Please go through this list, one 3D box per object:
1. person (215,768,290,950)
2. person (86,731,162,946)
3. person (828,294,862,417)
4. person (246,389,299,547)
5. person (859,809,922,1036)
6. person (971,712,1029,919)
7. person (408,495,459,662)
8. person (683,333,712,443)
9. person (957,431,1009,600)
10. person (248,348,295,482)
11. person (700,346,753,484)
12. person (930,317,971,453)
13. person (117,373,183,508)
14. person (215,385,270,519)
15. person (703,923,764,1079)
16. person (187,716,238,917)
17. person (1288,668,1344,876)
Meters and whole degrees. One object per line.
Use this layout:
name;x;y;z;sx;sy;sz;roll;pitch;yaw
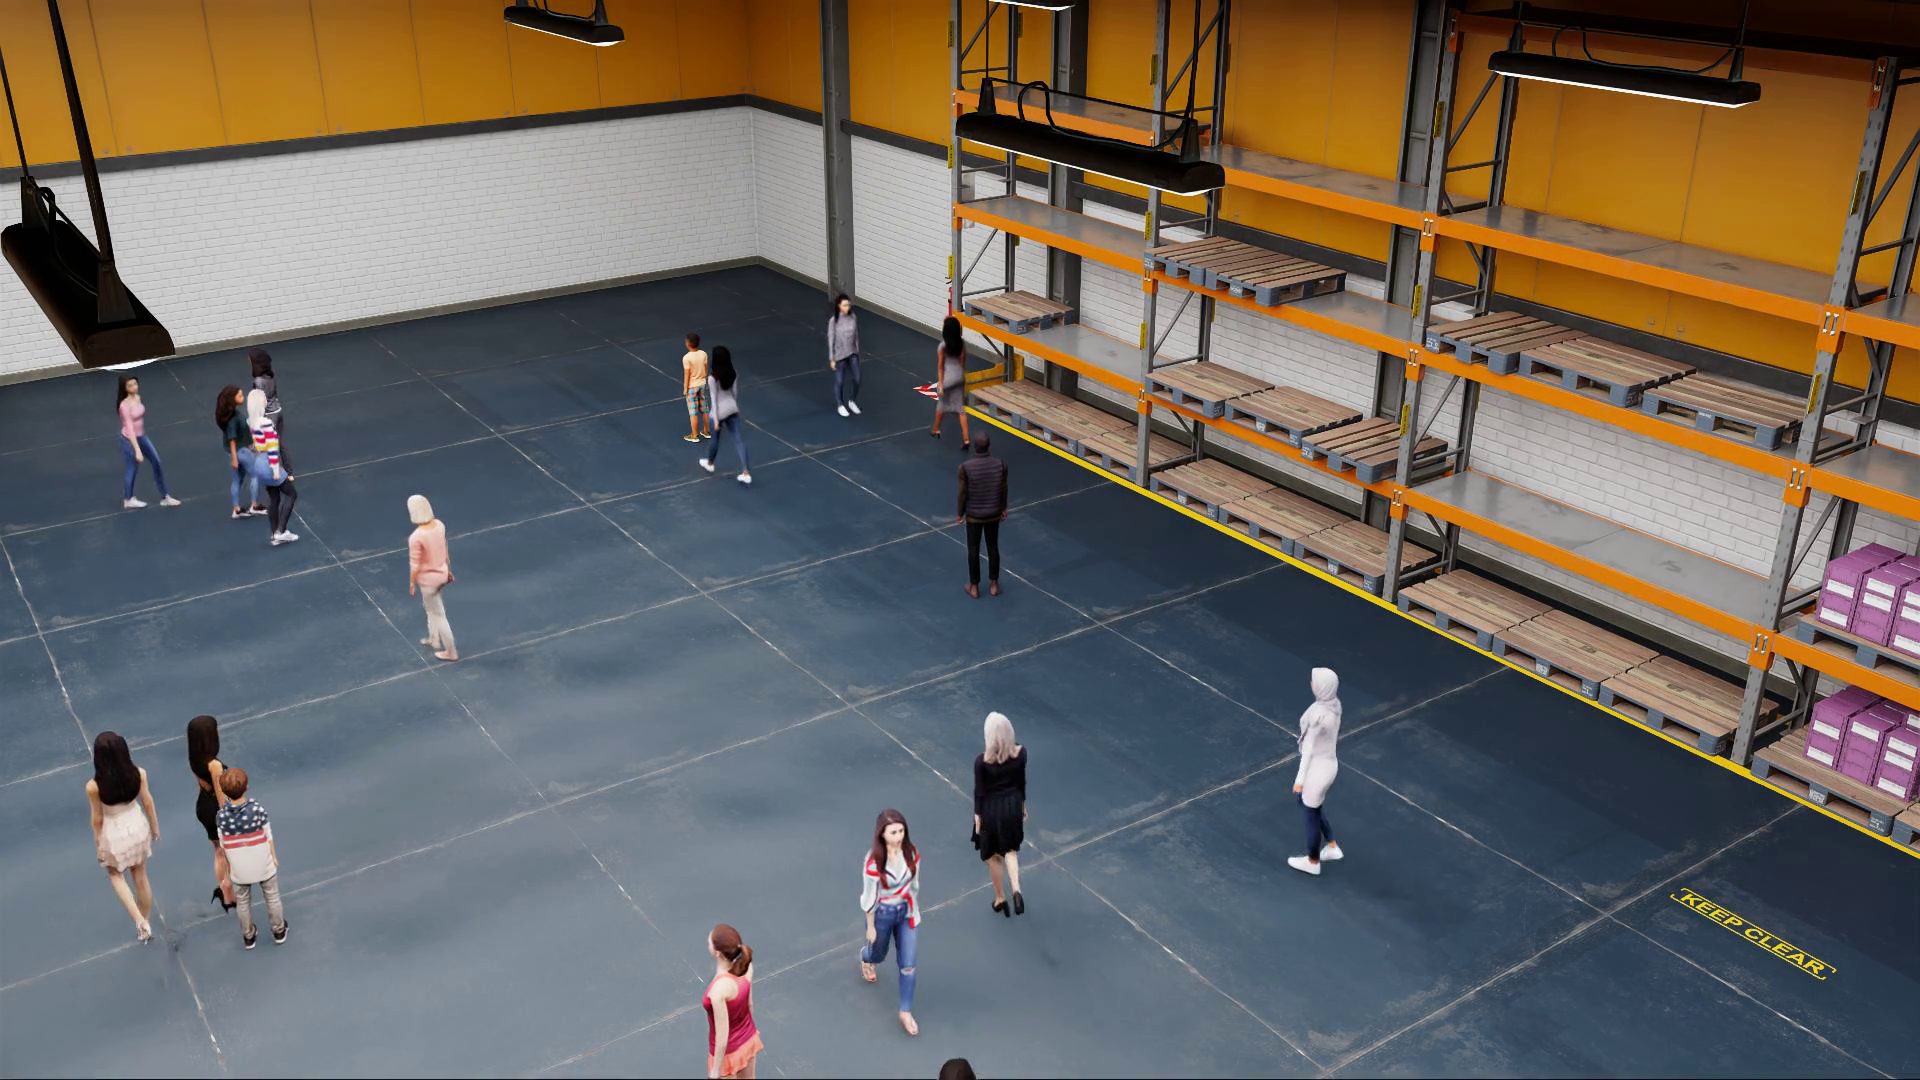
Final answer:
person;-5.125;2.284;12.007;0.567;1.439;0.573;-5;24;-12
person;-5.935;2.184;11.879;0.631;1.725;0.639;-20;30;-38
person;-1.612;-2.540;22.694;0.681;1.719;0.657;-12;26;-25
person;-7.800;-0.778;18.585;0.816;1.781;0.611;-20;30;-38
person;-0.502;2.519;11.280;0.719;1.592;1.052;-10;26;-23
person;0.337;2.066;12.134;0.680;1.737;0.833;-10;26;-23
person;-5.018;0.382;16.018;0.904;1.712;0.821;9;25;19
person;-3.456;-2.015;21.816;0.537;1.461;0.551;22;32;40
person;0.237;-0.275;17.367;0.769;1.836;0.718;-5;24;-12
person;-8.398;-1.495;20.247;0.733;1.764;0.649;2;24;4
person;-2.806;-1.485;20.329;0.740;1.679;1.206;-20;31;-39
person;-0.047;-1.959;21.349;0.702;1.731;1.107;-12;26;-25
person;-9.747;-1.157;19.550;0.964;1.703;0.930;-1;24;-2
person;-8.482;-1.010;19.347;0.684;1.596;0.633;-12;26;-25
person;-1.356;3.023;9.924;0.699;1.754;0.665;10;26;22
person;-5.528;2.077;12.232;0.640;1.639;0.731;16;28;33
person;2.815;1.808;12.690;0.776;1.766;0.731;14;27;29
